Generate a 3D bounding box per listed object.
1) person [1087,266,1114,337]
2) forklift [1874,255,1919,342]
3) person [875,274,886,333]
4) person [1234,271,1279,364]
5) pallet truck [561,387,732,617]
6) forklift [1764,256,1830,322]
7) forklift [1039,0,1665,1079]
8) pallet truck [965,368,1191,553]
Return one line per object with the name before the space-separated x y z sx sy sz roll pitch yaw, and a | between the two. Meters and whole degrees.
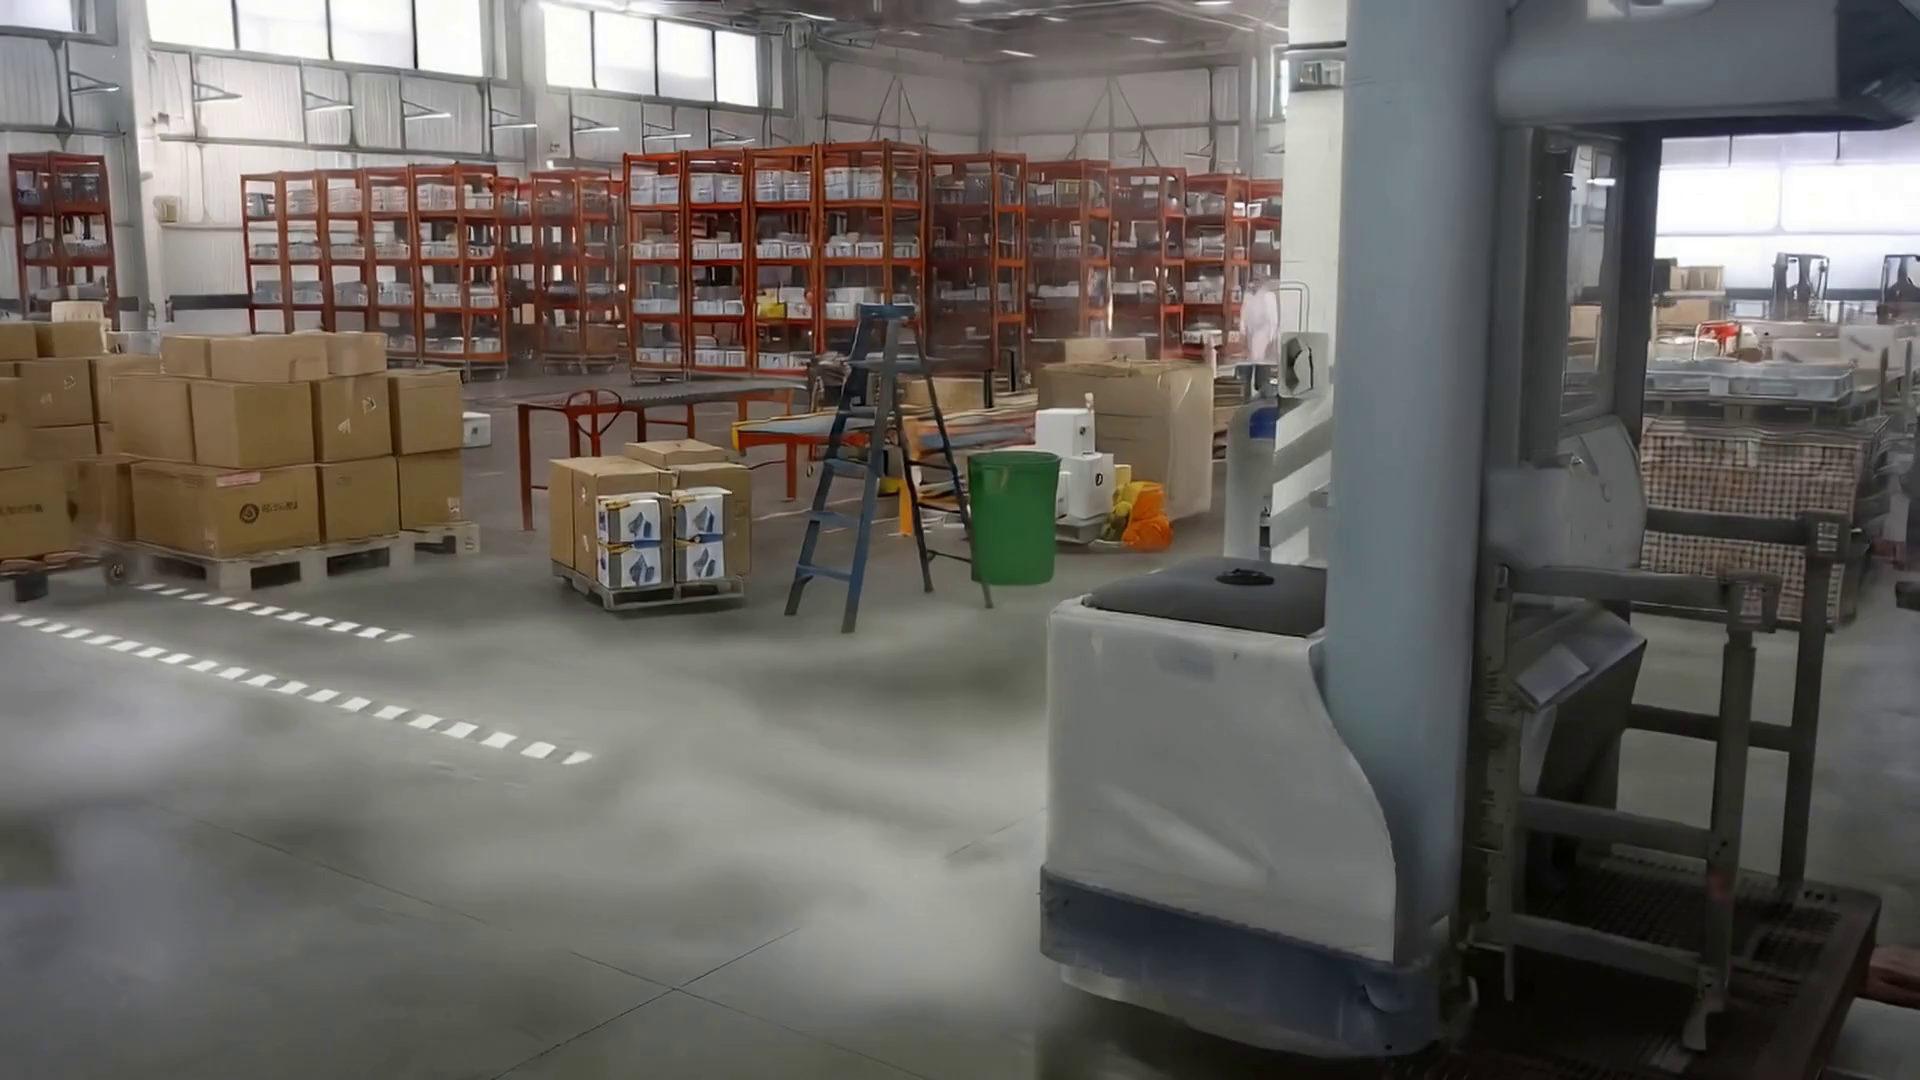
person | 2.339 -3.661 27.975 0.389 1.992 0.625 8 12 39
forklift | 22.089 -5.634 38.796 1.157 1.987 2.680 6 11 33
person | -1.282 -4.031 30.772 0.943 1.806 0.575 7 12 35
person | 4.436 -3.096 24.992 0.973 1.862 0.648 -6 11 -34
pallet truck | -1.981 -0.274 10.088 0.680 1.201 1.601 -5 11 -28
forklift | 20.253 -5.854 40.139 1.157 1.987 2.680 7 12 35
forklift | 1.249 -0.137 4.360 1.873 2.768 1.129 7 12 35
pallet truck | 0.845 -0.609 11.869 1.630 1.274 0.653 7 12 35
